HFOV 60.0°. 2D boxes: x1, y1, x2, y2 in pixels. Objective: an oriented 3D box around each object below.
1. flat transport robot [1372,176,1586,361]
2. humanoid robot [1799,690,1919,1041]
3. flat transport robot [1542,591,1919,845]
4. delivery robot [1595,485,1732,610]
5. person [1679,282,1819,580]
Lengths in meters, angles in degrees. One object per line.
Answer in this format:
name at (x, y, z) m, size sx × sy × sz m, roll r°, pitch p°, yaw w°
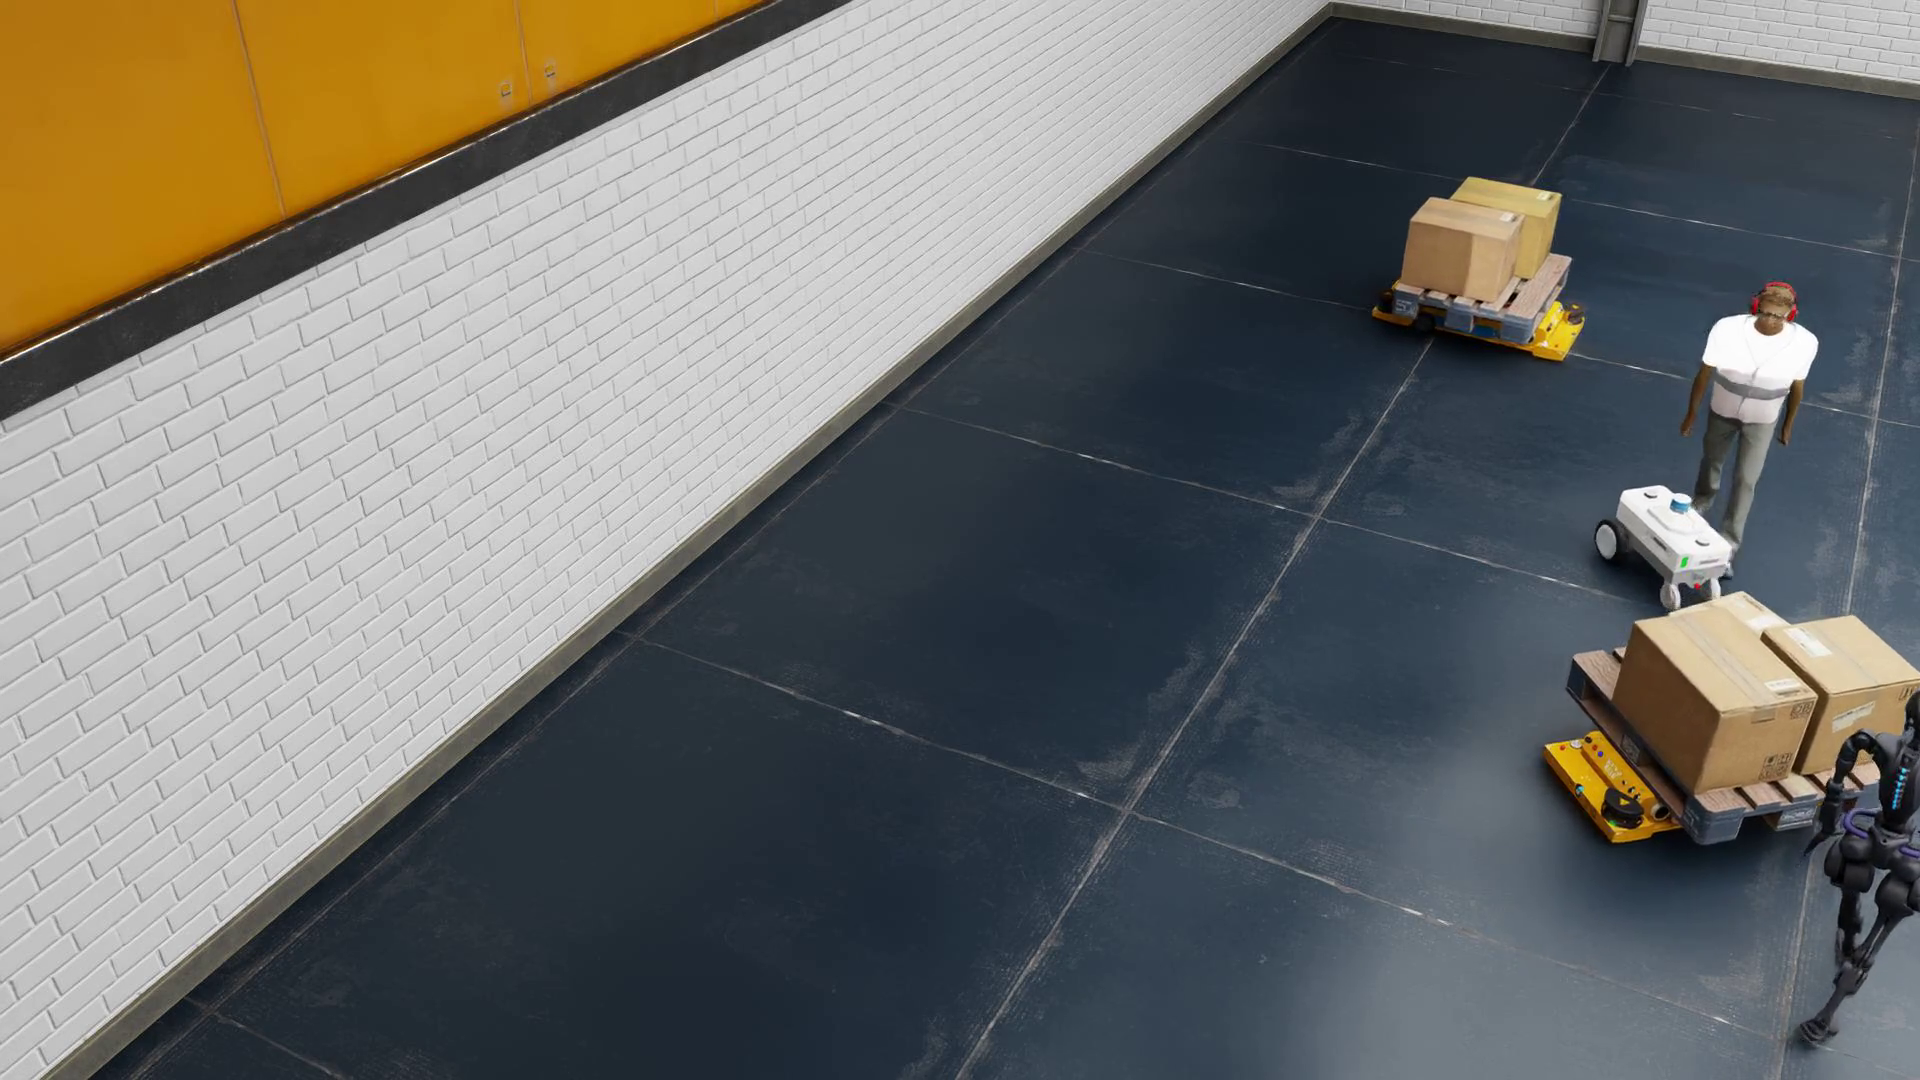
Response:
flat transport robot at (3.905, -1.713, 12.527) m, size 1.431 × 0.231 × 0.659 m, roll 18°, pitch 38°, yaw 25°
humanoid robot at (3.789, 1.312, 6.820) m, size 0.598 × 1.624 × 0.802 m, roll 27°, pitch 42°, yaw 34°
flat transport robot at (3.735, 1.120, 8.311) m, size 1.431 × 0.231 × 0.659 m, roll -8°, pitch 35°, yaw -11°
delivery robot at (4.142, -0.001, 9.729) m, size 0.499 × 0.602 × 0.801 m, roll -8°, pitch 35°, yaw -11°
person at (4.539, -0.720, 9.692) m, size 0.598 × 1.785 × 0.888 m, roll 16°, pitch 37°, yaw 22°
